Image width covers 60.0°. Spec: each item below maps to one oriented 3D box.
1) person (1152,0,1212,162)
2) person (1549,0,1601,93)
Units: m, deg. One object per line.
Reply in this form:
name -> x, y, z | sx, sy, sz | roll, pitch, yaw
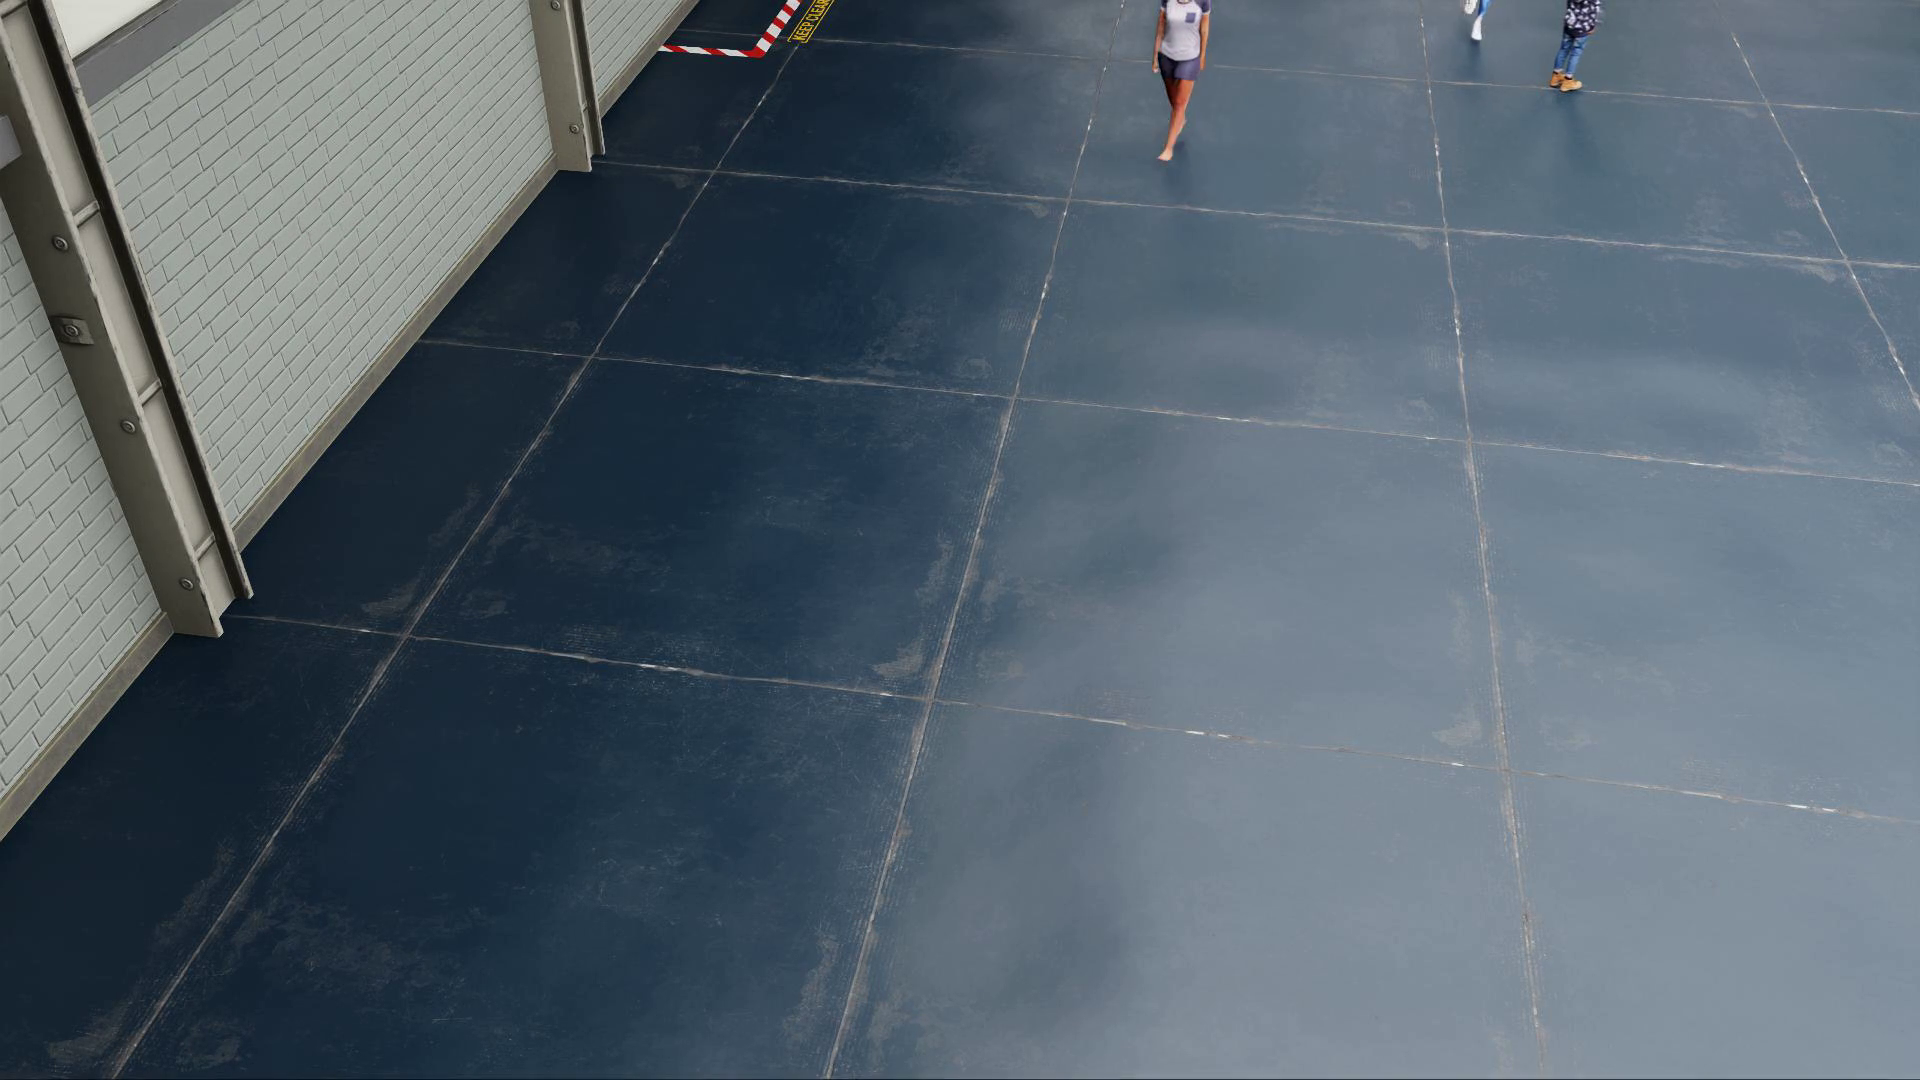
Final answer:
person -> 1.854, -4.042, 13.897 | 0.775, 1.578, 1.104 | 17, 41, 20
person -> 5.574, -4.687, 14.988 | 0.631, 1.250, 0.562 | -20, 42, -23
